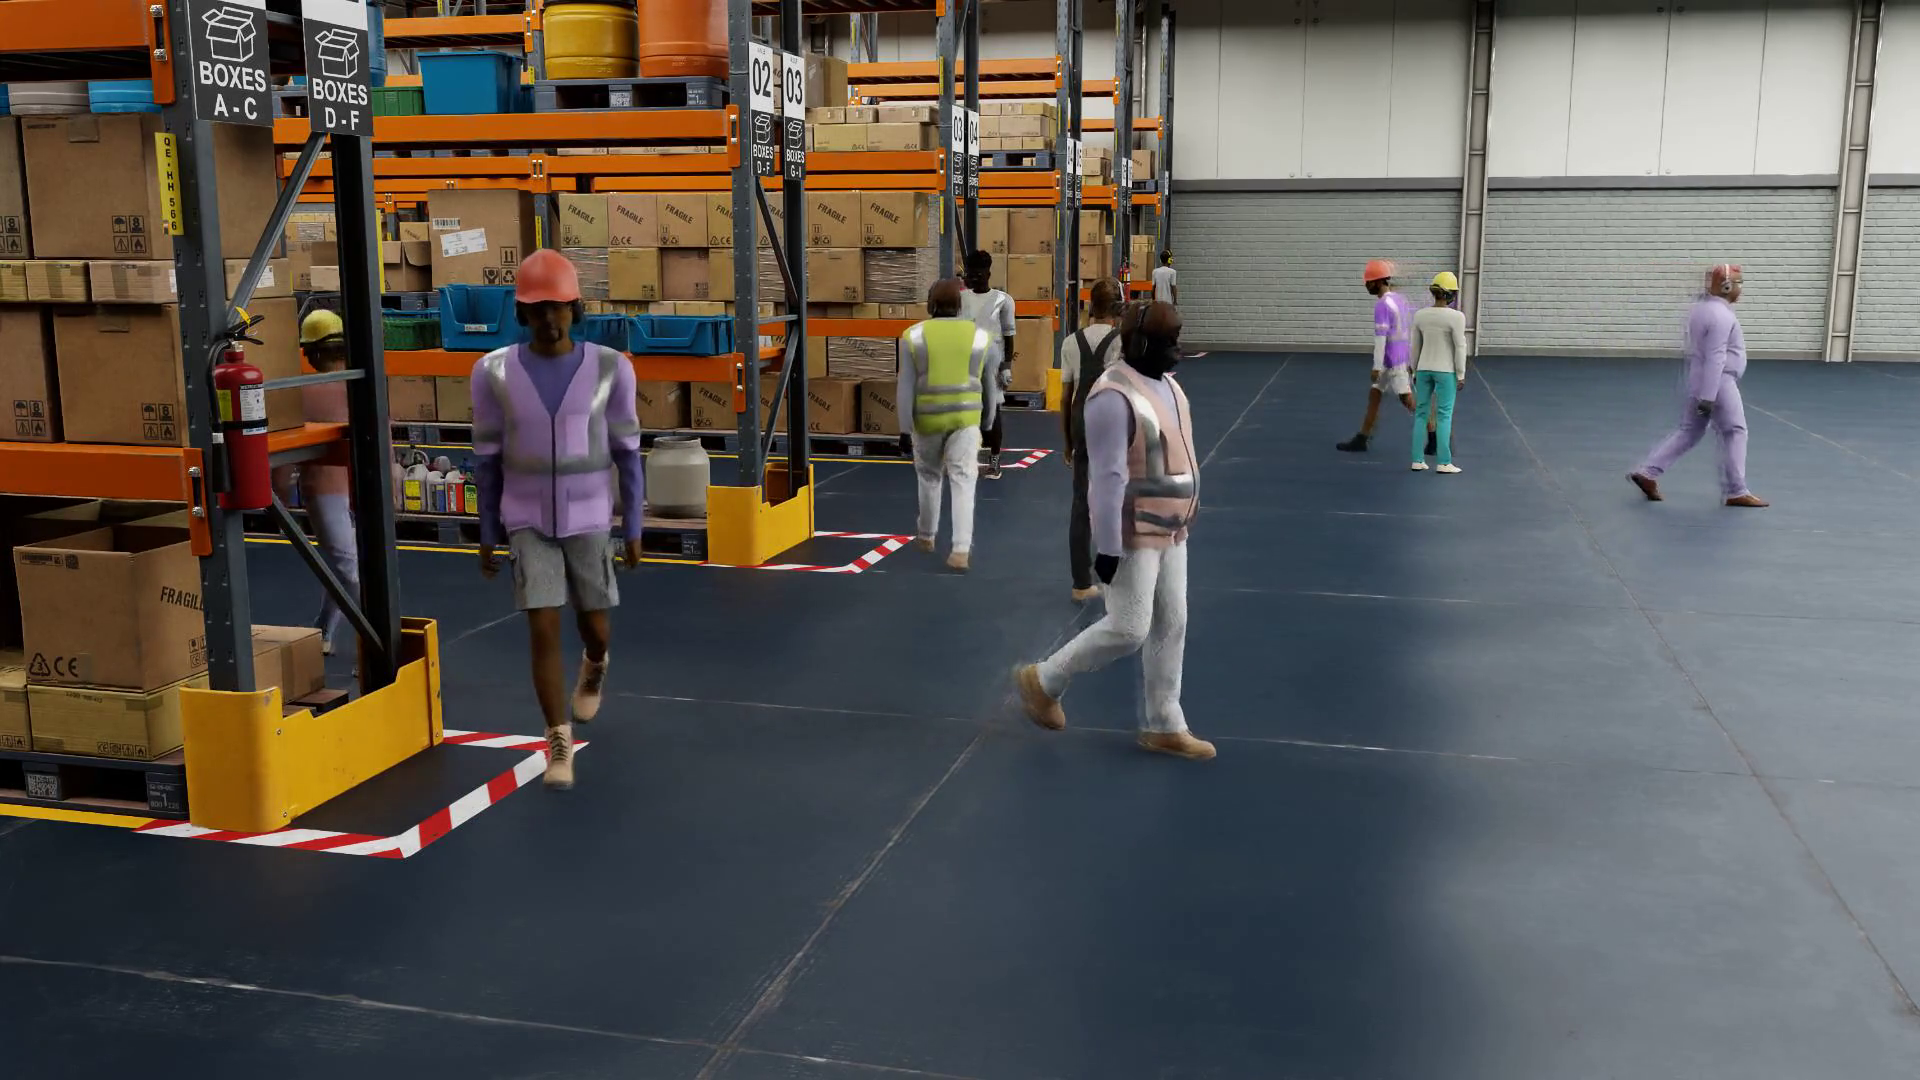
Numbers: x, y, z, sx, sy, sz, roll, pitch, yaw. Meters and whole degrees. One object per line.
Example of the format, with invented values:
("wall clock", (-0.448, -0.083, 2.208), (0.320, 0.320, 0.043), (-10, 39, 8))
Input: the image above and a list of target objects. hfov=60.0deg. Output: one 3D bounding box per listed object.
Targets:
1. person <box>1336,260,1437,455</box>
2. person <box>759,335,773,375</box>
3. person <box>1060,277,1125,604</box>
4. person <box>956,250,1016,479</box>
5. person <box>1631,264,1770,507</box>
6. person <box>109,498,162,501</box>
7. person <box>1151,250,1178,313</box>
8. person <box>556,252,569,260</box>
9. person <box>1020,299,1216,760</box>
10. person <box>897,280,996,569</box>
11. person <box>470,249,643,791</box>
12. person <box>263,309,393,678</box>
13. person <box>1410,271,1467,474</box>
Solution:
("person", (4.187, -1.724, 15.841), (1.049, 1.861, 0.555), (4, 11, 23))
("person", (-2.321, -2.497, 19.599), (0.405, 2.035, 0.606), (3, 11, 15))
("person", (0.800, -0.539, 9.290), (0.506, 1.838, 0.351), (6, 12, 30))
("person", (0.171, -1.497, 14.258), (0.603, 1.959, 0.374), (4, 11, 22))
("person", (5.751, -1.192, 12.824), (0.931, 1.870, 0.640), (2, 10, 8))
("person", (-5.290, -0.660, 10.642), (0.890, 1.592, 0.530), (3, 11, 14))
("person", (3.535, -4.052, 28.666), (0.517, 1.871, 0.328), (8, 13, 38))
("person", (-3.742, -1.685, 15.395), (0.374, 1.931, 0.632), (-3, 11, -16))
("person", (0.647, -0.038, 6.584), (0.719, 1.820, 0.633), (6, 12, 30))
("person", (-0.087, -0.742, 10.535), (0.645, 1.791, 0.987), (-2, 10, -9))
("person", (-1.536, -0.103, 6.403), (0.627, 2.019, 0.764), (-2, 10, -10))
("person", (-2.971, -0.218, 7.850), (0.922, 1.717, 0.530), (6, 12, 31))
("person", (4.212, -1.468, 14.633), (0.329, 1.767, 0.529), (-9, 14, -41))
